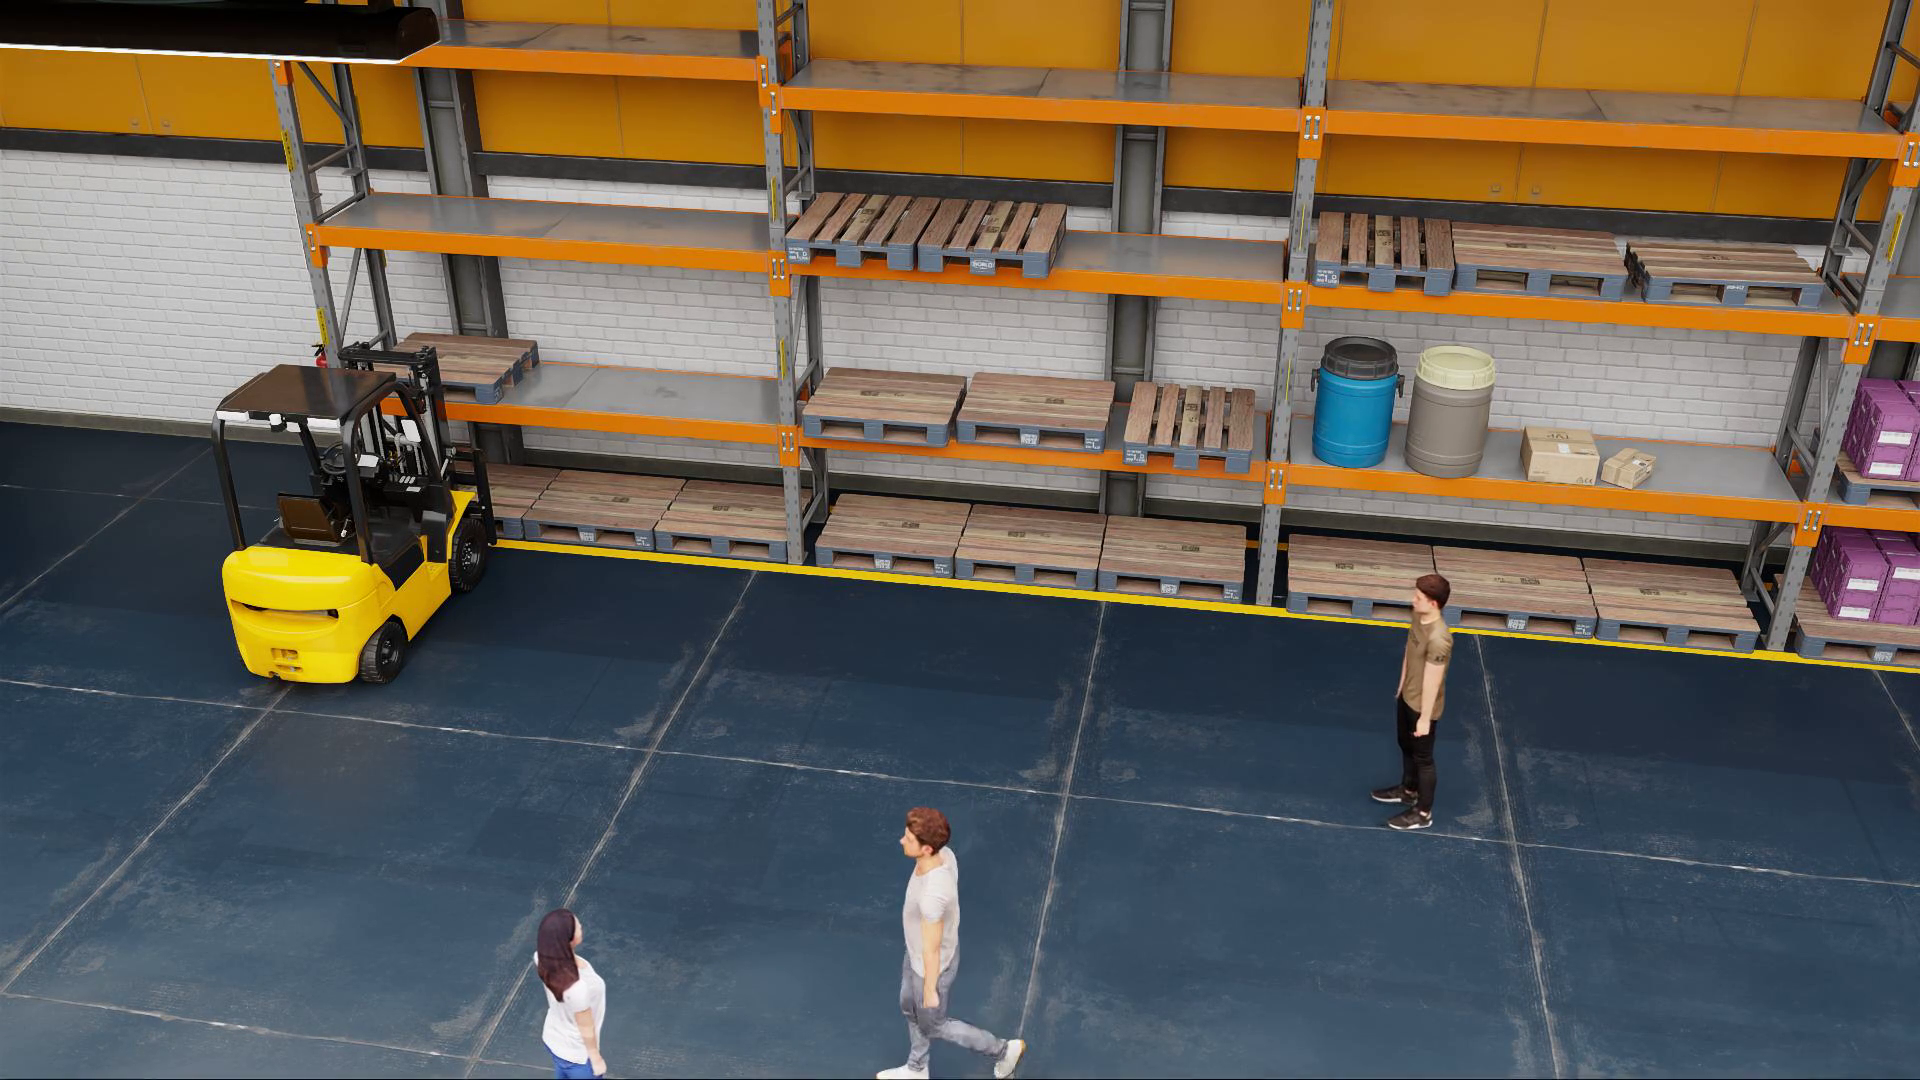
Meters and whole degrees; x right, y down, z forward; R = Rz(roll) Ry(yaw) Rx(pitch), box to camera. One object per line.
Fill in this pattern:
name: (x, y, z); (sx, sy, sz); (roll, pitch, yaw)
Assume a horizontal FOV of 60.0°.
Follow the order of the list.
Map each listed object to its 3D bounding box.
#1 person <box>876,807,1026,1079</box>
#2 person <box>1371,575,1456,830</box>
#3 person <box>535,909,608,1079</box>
person: (-0.059, 2.200, 8.773); (1.102, 1.875, 0.788); (-1, 29, -2)
person: (3.041, 1.050, 10.911); (0.646, 1.848, 0.708); (-2, 29, -3)
person: (-1.941, 2.549, 8.335); (0.732, 1.683, 0.662); (-21, 35, -33)
